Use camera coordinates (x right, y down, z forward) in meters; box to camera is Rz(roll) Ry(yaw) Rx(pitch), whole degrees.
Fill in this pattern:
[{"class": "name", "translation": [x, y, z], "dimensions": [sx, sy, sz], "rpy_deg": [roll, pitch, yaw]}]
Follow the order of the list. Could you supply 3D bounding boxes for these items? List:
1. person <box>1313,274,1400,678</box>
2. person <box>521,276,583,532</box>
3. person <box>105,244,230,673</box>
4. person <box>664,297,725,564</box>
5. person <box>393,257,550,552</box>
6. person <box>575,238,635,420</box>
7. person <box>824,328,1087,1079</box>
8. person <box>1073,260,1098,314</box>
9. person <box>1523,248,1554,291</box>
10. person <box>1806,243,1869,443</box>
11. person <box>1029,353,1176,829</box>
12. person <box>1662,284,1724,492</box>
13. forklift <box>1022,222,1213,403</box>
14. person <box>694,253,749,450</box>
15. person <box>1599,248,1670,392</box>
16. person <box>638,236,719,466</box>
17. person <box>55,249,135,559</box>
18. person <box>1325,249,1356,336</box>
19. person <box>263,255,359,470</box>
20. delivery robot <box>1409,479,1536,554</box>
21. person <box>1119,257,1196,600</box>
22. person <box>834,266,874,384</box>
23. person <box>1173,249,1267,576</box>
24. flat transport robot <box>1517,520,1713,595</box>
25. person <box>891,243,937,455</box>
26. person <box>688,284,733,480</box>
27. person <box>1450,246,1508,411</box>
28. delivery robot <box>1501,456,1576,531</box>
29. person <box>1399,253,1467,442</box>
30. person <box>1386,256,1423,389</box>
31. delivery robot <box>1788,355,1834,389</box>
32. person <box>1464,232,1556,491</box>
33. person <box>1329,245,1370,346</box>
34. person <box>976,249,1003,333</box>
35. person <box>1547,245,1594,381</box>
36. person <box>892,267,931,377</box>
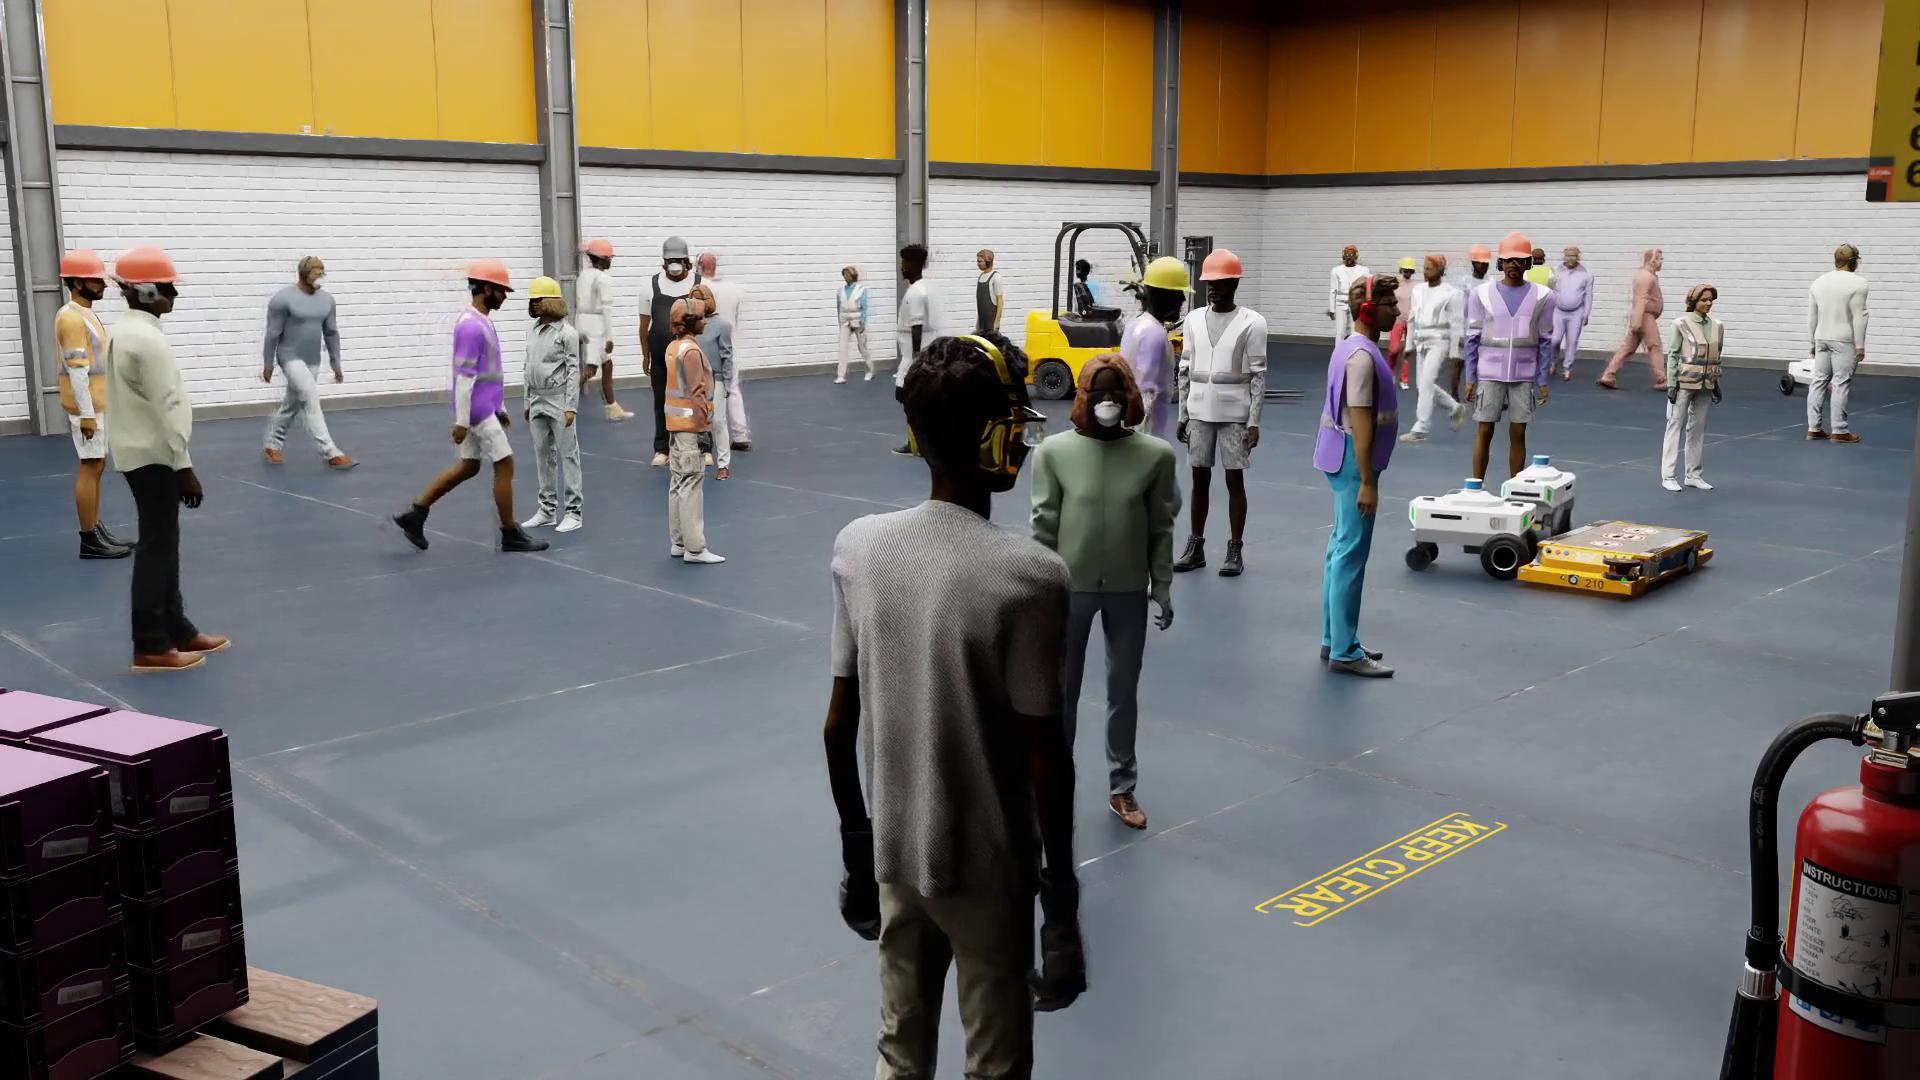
[{"class": "person", "translation": [1.835, -0.303, 7.722], "dimensions": [0.388, 1.847, 0.563], "rpy_deg": [1, 10, 8]}, {"class": "person", "translation": [-2.815, -0.928, 11.418], "dimensions": [0.487, 1.744, 0.294], "rpy_deg": [6, 12, 31]}, {"class": "person", "translation": [-3.750, -0.382, 7.790], "dimensions": [0.408, 1.995, 0.615], "rpy_deg": [-8, 13, -37]}, {"class": "person", "translation": [-1.673, -0.675, 10.312], "dimensions": [0.310, 1.642, 0.514], "rpy_deg": [-5, 11, -25]}, {"class": "person", "translation": [-3.135, -0.833, 10.517], "dimensions": [0.895, 1.894, 0.550], "rpy_deg": [-3, 11, -14]}, {"class": "person", "translation": [-4.014, -2.246, 17.939], "dimensions": [1.002, 2.006, 0.617], "rpy_deg": [-9, 13, -39]}, {"class": "person", "translation": [-0.002, 0.578, 2.858], "dimensions": [0.518, 1.870, 0.323], "rpy_deg": [8, 13, 38]}, {"class": "person", "translation": [1.711, -3.117, 23.552], "dimensions": [0.674, 1.673, 0.552], "rpy_deg": [-6, 12, -29]}, {"class": "person", "translation": [8.102, -3.181, 23.439], "dimensions": [0.627, 1.843, 0.429], "rpy_deg": [2, 11, 12]}, {"class": "person", "translation": [8.592, -1.921, 16.298], "dimensions": [0.374, 1.941, 0.627], "rpy_deg": [-4, 11, -21]}, {"class": "person", "translation": [0.483, 0.182, 5.658], "dimensions": [0.500, 1.634, 0.286], "rpy_deg": [-1, 10, -3]}, {"class": "person", "translation": [5.824, -1.207, 13.222], "dimensions": [0.512, 1.641, 0.307], "rpy_deg": [-4, 11, -18]}, {"class": "forklift", "translation": [1.935, -2.847, 20.651], "dimensions": [2.313, 2.155, 1.214], "rpy_deg": [2, 11, 13]}, {"class": "person", "translation": [-2.365, -1.775, 15.736], "dimensions": [0.648, 1.859, 0.962], "rpy_deg": [-9, 14, -41]}, {"class": "person", "translation": [8.880, -2.856, 21.646], "dimensions": [1.004, 1.859, 0.650], "rpy_deg": [3, 11, 15]}, {"class": "person", "translation": [-2.458, -1.648, 14.529], "dimensions": [0.701, 2.000, 0.536], "rpy_deg": [-1, 10, -4]}, {"class": "person", "translation": [-5.442, -0.850, 10.460], "dimensions": [0.362, 1.935, 0.553], "rpy_deg": [-4, 11, -20]}, {"class": "person", "translation": [5.934, -3.589, 25.723], "dimensions": [0.518, 1.812, 0.606], "rpy_deg": [5, 11, 24]}, {"class": "person", "translation": [-5.760, -1.542, 14.502], "dimensions": [1.101, 1.858, 0.638], "rpy_deg": [5, 11, 23]}, {"class": "delivery robot", "translation": [3.085, -0.127, 10.034], "dimensions": [0.707, 0.478, 0.477], "rpy_deg": [5, 12, 25]}, {"class": "person", "translation": [1.056, -0.602, 9.204], "dimensions": [0.453, 1.905, 0.621], "rpy_deg": [-1, 10, -4]}, {"class": "person", "translation": [-1.463, -2.976, 22.950], "dimensions": [0.510, 1.604, 0.830], "rpy_deg": [4, 11, 21]}, {"class": "person", "translation": [1.541, -0.750, 9.912], "dimensions": [0.543, 1.939, 0.361], "rpy_deg": [6, 12, 30]}, {"class": "flat transport robot", "translation": [3.930, 0.085, 9.911], "dimensions": [0.652, 0.197, 1.431], "rpy_deg": [9, 14, 40]}, {"class": "person", "translation": [-0.351, -1.722, 15.174], "dimensions": [0.522, 1.948, 0.613], "rpy_deg": [3, 11, 13]}, {"class": "person", "translation": [-2.117, -1.305, 13.799], "dimensions": [0.501, 1.626, 0.282], "rpy_deg": [3, 11, 14]}, {"class": "person", "translation": [5.900, -2.380, 18.929], "dimensions": [0.574, 1.887, 0.959], "rpy_deg": [-3, 11, -17]}, {"class": "delivery robot", "translation": [3.858, -0.320, 11.087], "dimensions": [0.477, 0.478, 0.707], "rpy_deg": [7, 12, 32]}, {"class": "person", "translation": [4.720, -1.899, 16.411], "dimensions": [0.800, 1.858, 0.568], "rpy_deg": [-5, 11, -24]}, {"class": "person", "translation": [5.852, -2.847, 21.861], "dimensions": [0.527, 1.751, 0.369], "rpy_deg": [1, 10, 7]}, {"class": "delivery robot", "translation": [10.690, -2.103, 20.808], "dimensions": [0.477, 0.478, 0.707], "rpy_deg": [0, 10, -2]}, {"class": "person", "translation": [3.960, -1.190, 12.024], "dimensions": [0.607, 2.044, 0.372], "rpy_deg": [2, 11, 12]}, {"class": "person", "translation": [5.824, -3.465, 24.904], "dimensions": [0.580, 1.878, 0.346], "rpy_deg": [3, 11, 15]}, {"class": "person", "translation": [0.372, -2.899, 21.908], "dimensions": [0.344, 1.837, 0.507], "rpy_deg": [-6, 12, -30]}, {"class": "person", "translation": [8.471, -3.156, 23.184], "dimensions": [0.641, 1.889, 0.429], "rpy_deg": [3, 11, 18]}, {"class": "person", "translation": [-0.634, -3.185, 23.422], "dimensions": [0.649, 1.863, 0.630], "rpy_deg": [1, 10, 6]}]
